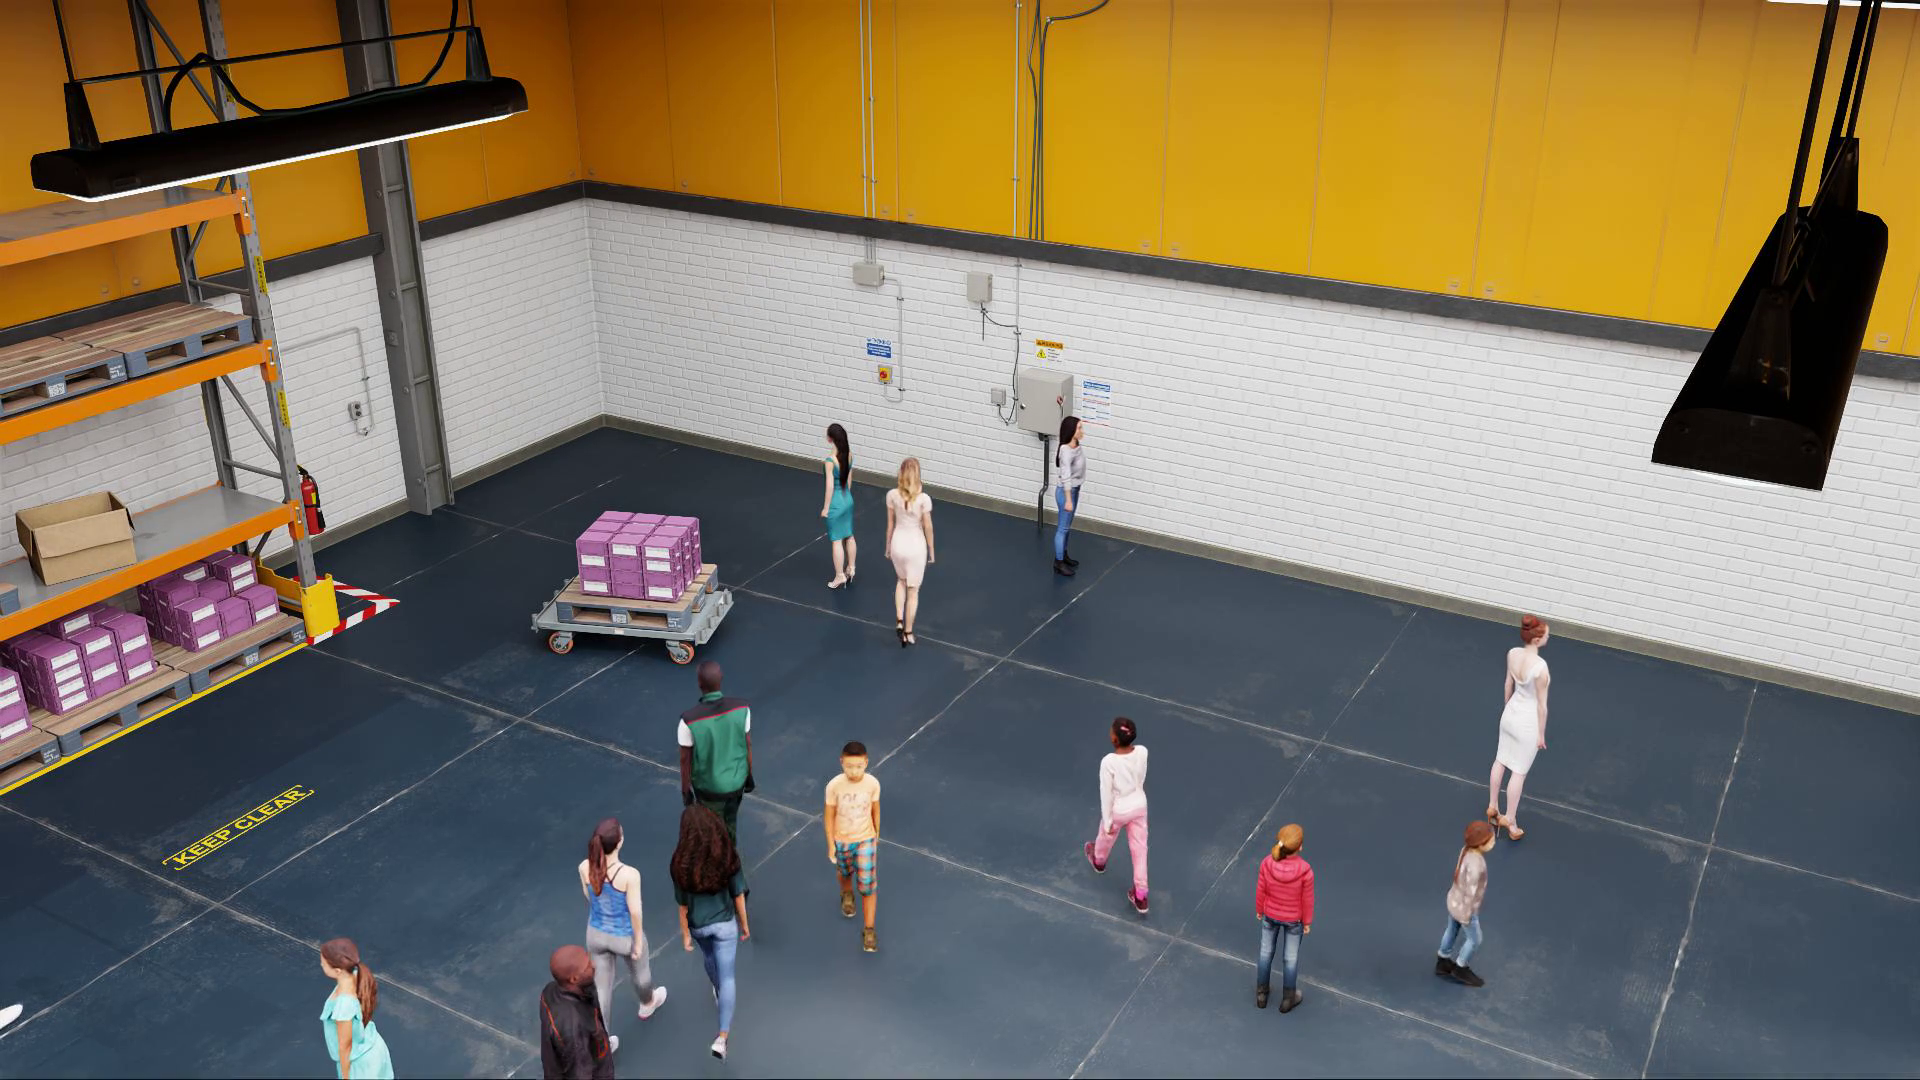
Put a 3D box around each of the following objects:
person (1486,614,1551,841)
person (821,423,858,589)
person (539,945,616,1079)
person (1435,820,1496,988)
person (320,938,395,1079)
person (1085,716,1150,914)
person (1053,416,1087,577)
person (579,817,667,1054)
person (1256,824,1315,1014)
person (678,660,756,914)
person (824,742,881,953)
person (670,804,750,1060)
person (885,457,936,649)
[{"bbox_3d":[4.080,1.355,12.142,0.687,1.793,0.648,-8,25,-19],"label":"person"},{"bbox_3d":[-1.171,-0.336,16.138,0.622,1.691,0.426,15,28,31],"label":"person"},{"bbox_3d":[-2.055,2.897,8.595,1.039,1.808,0.939,-11,26,-24],"label":"person"},{"bbox_3d":[3.195,2.322,10.691,0.633,1.183,0.545,4,24,8],"label":"person"},{"bbox_3d":[-3.268,2.826,9.070,0.692,1.558,0.603,0,24,0],"label":"person"},{"bbox_3d":[1.173,1.887,11.413,0.984,1.403,1.007,-8,25,-17],"label":"person"},{"bbox_3d":[1.062,-0.460,16.495,0.712,1.633,0.533,6,24,14],"label":"person"},{"bbox_3d":[-2.109,2.412,9.989,0.742,1.581,1.016,5,24,12],"label":"person"},{"bbox_3d":[2.023,2.363,10.431,0.520,1.317,0.492,11,26,23],"label":"person"},{"bbox_3d":[-1.610,1.705,11.312,1.104,1.816,1.063,-13,27,-27],"label":"person"},{"bbox_3d":[-0.725,1.973,11.183,0.890,1.429,1.023,-3,24,-6],"label":"person"},{"bbox_3d":[-1.500,2.381,10.063,1.021,1.578,1.174,-2,24,-5],"label":"person"},{"bbox_3d":[-0.496,0.154,14.856,0.651,1.819,0.670,8,25,17],"label":"person"}]
